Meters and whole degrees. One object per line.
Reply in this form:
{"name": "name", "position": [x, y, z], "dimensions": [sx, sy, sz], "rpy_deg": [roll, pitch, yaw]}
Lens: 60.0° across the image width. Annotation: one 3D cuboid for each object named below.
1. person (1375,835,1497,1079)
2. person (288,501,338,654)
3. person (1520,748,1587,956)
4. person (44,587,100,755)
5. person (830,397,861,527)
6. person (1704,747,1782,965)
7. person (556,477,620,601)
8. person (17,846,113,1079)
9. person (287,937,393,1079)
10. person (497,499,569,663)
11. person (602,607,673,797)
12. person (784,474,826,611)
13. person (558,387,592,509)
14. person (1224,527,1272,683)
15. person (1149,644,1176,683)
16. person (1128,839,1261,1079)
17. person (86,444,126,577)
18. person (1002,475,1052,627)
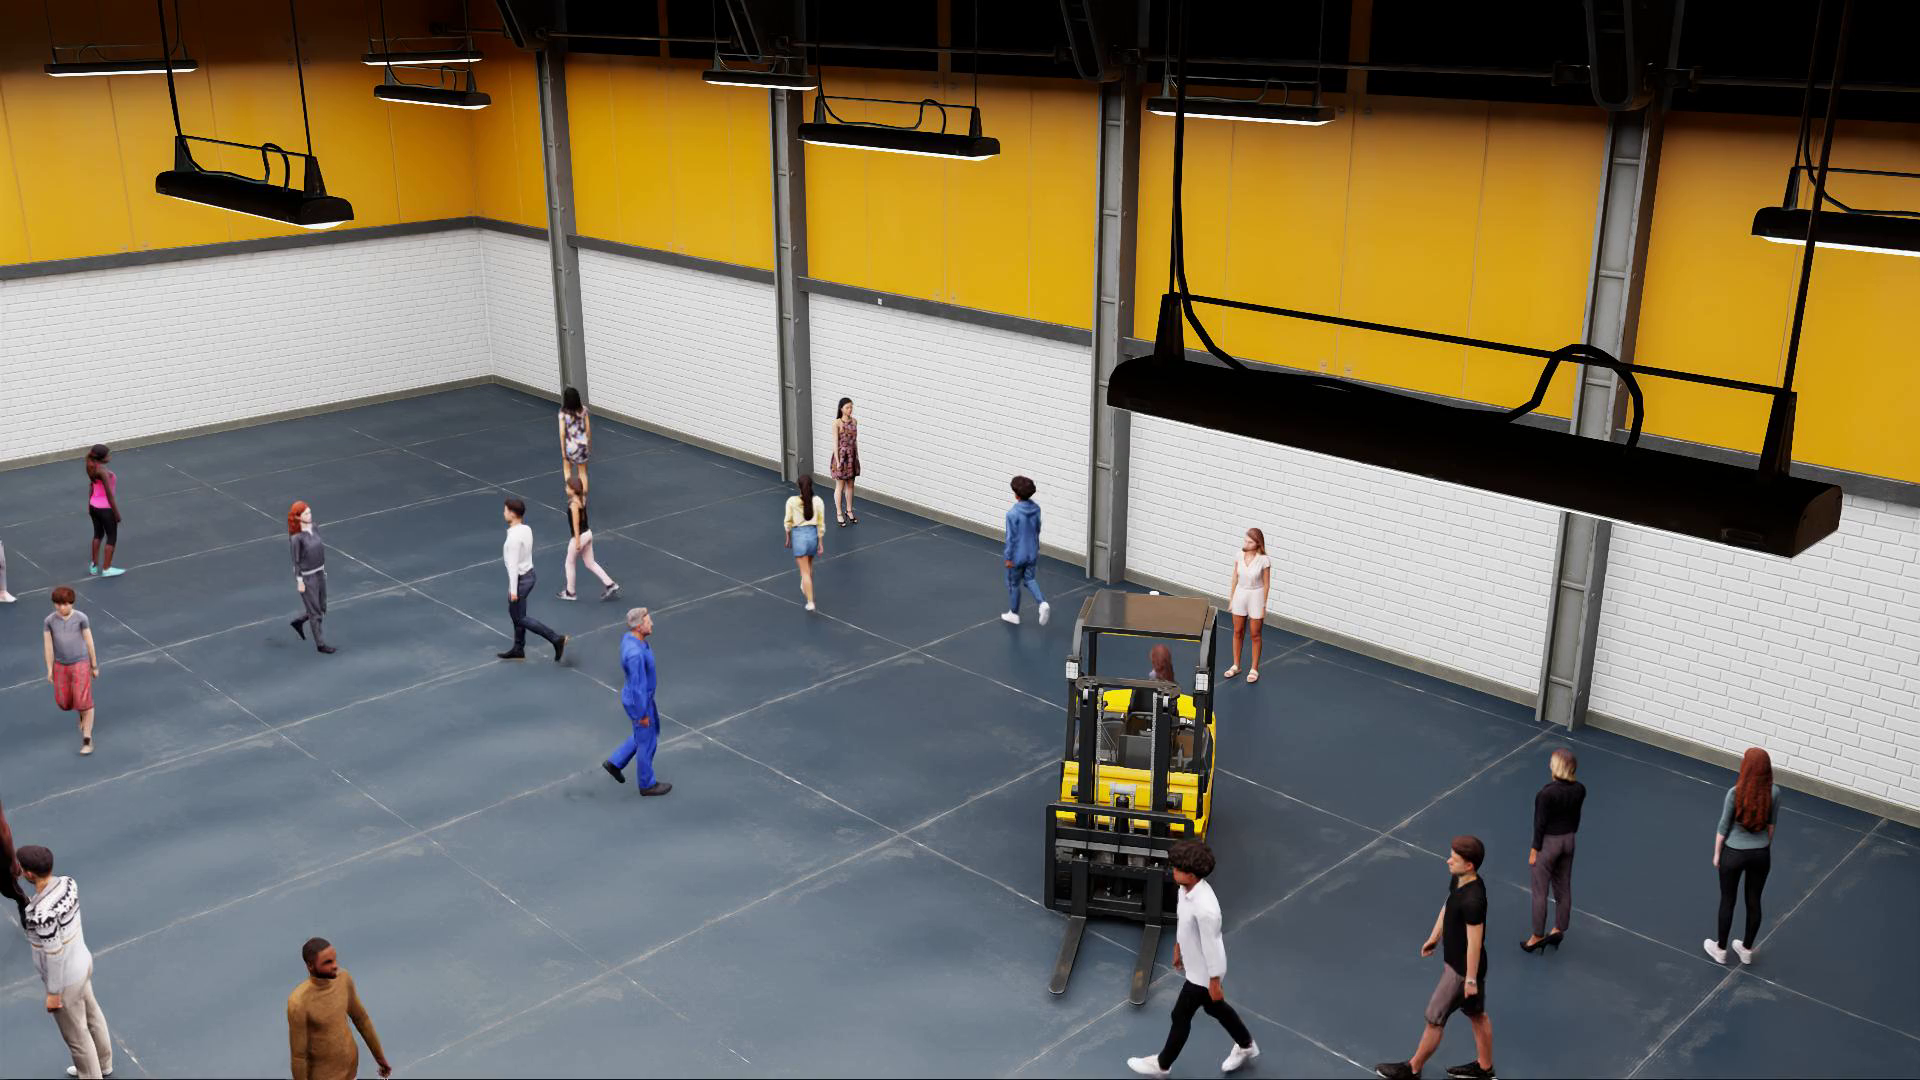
{"name": "person", "position": [3.423, 2.813, 11.002], "dimensions": [1.154, 1.831, 1.007], "rpy_deg": [4, 19, 12]}
{"name": "person", "position": [-7.188, 0.403, 18.267], "dimensions": [0.944, 1.762, 0.840], "rpy_deg": [3, 19, 9]}
{"name": "person", "position": [4.505, 2.361, 12.599], "dimensions": [0.651, 1.669, 0.623], "rpy_deg": [-9, 21, -26]}
{"name": "person", "position": [-8.559, 1.206, 16.074], "dimensions": [0.871, 1.639, 1.012], "rpy_deg": [-5, 19, -13]}
{"name": "person", "position": [-1.552, -1.075, 22.631], "dimensions": [0.649, 1.777, 0.649], "rpy_deg": [-17, 25, -41]}
{"name": "person", "position": [5.885, 2.370, 12.460], "dimensions": [0.657, 1.740, 0.726], "rpy_deg": [1, 19, 3]}
{"name": "person", "position": [-4.447, -0.003, 19.821], "dimensions": [1.042, 1.540, 0.837], "rpy_deg": [5, 19, 14]}
{"name": "person", "position": [-5.863, 2.825, 10.922], "dimensions": [0.828, 1.859, 0.716], "rpy_deg": [-4, 19, -12]}
{"name": "person", "position": [-3.849, 3.177, 9.994], "dimensions": [1.131, 1.784, 0.935], "rpy_deg": [6, 20, 18]}
{"name": "person", "position": [-4.655, 0.473, 17.936], "dimensions": [1.142, 1.840, 1.045], "rpy_deg": [1, 19, 4]}
{"name": "person", "position": [-2.970, 1.470, 15.013], "dimensions": [1.013, 1.817, 0.964], "rpy_deg": [-5, 19, -13]}
{"name": "person", "position": [-1.811, 0.068, 19.540], "dimensions": [0.975, 1.584, 1.242], "rpy_deg": [-6, 20, -17]}
{"name": "person", "position": [-5.344, -1.264, 23.279], "dimensions": [0.712, 1.722, 0.744], "rpy_deg": [-8, 20, -23]}
{"name": "person", "position": [3.071, 0.658, 17.615], "dimensions": [0.564, 1.696, 0.682], "rpy_deg": [11, 22, 30]}
{"name": "person", "position": [1.970, 1.548, 15.944], "dimensions": [0.492, 1.074, 0.786], "rpy_deg": [-16, 25, -40]}
{"name": "person", "position": [1.704, 2.820, 11.087], "dimensions": [1.197, 1.764, 1.184], "rpy_deg": [-3, 19, -9]}
{"name": "person", "position": [-10.713, -0.369, 20.668], "dimensions": [0.559, 1.693, 0.847], "rpy_deg": [10, 21, 27]}
{"name": "person", "position": [0.758, 0.158, 18.947], "dimensions": [0.737, 1.792, 0.971], "rpy_deg": [-15, 24, -37]}
